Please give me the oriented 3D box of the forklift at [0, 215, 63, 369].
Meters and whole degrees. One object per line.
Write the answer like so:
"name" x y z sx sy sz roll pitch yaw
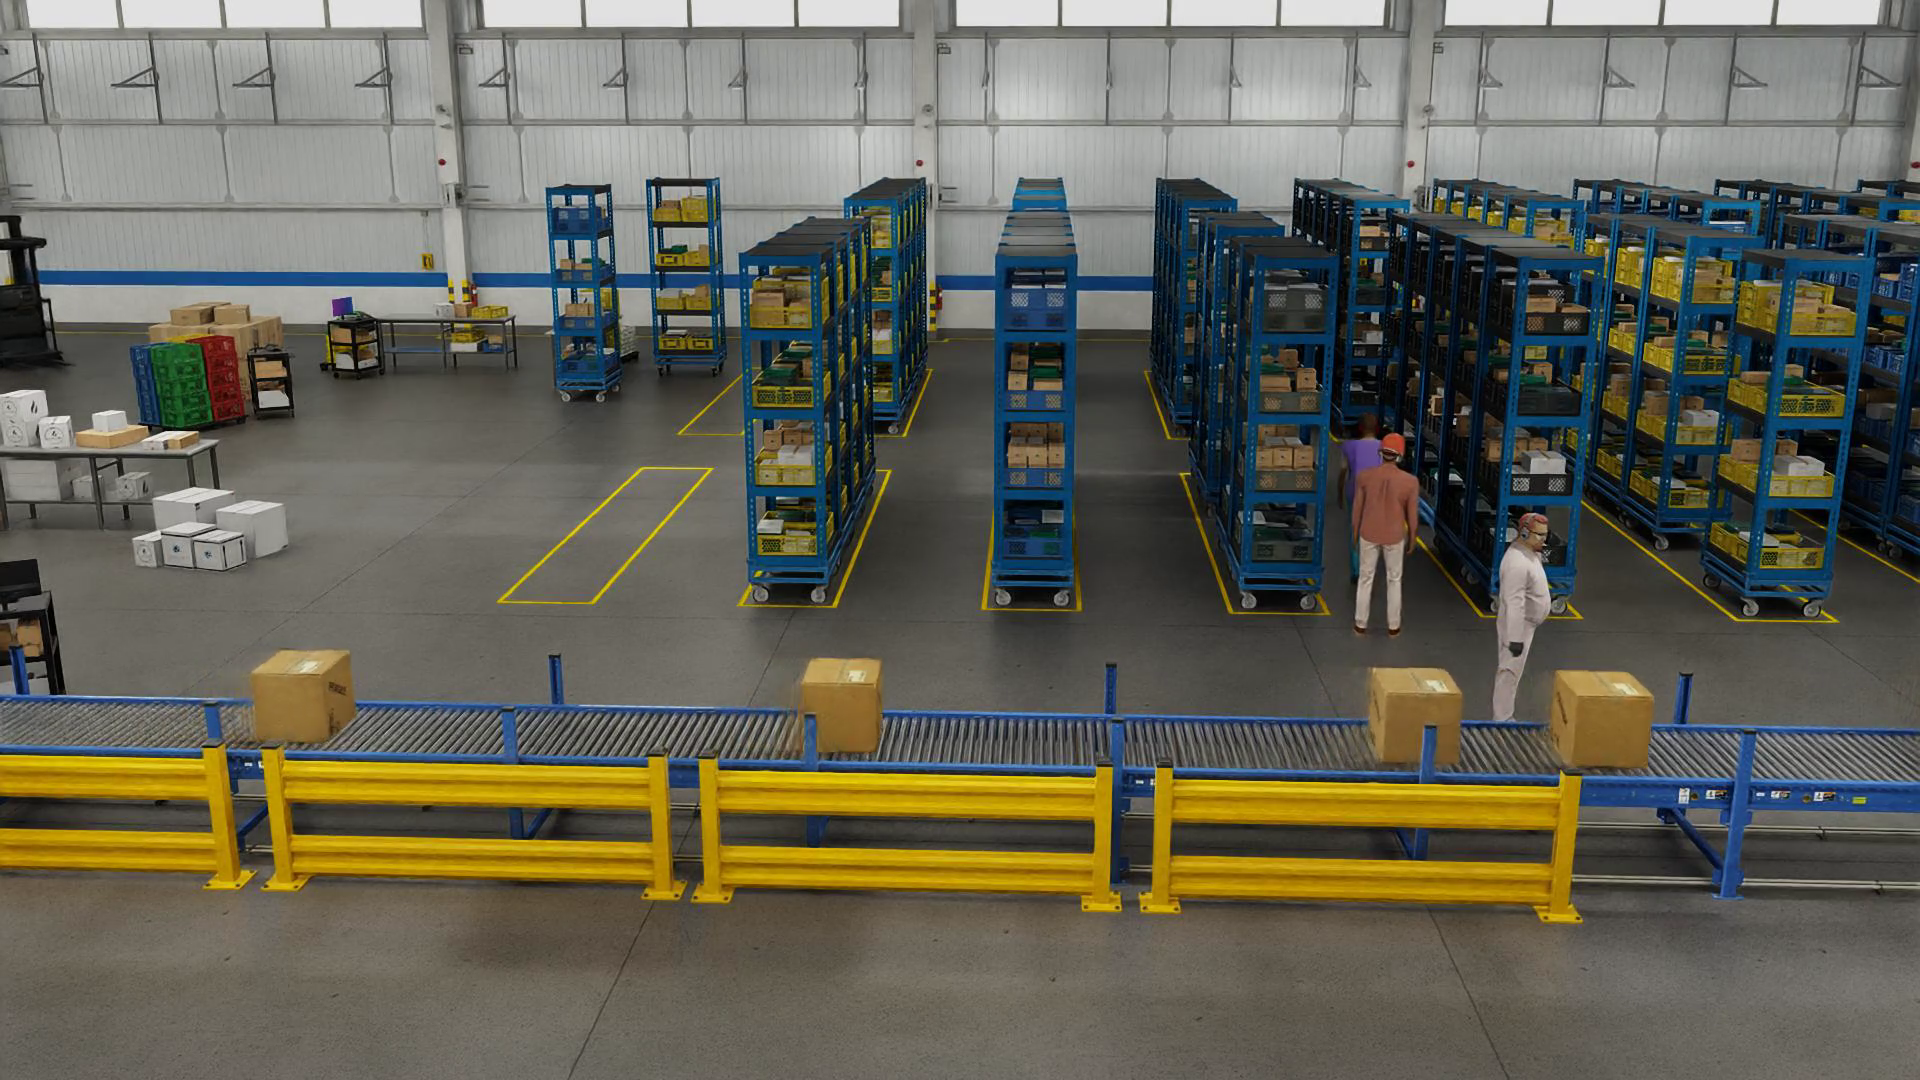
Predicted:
"forklift" -18.420 -4.815 31.958 1.873 2.768 1.129 12 19 38

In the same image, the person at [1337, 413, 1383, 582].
"person" 4.373 -0.480 17.926 0.600 1.791 0.991 3 15 11

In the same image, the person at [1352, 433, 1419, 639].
"person" 4.075 -0.045 15.968 0.622 1.978 0.443 5 16 17

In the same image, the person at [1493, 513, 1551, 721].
"person" 4.492 0.710 13.304 0.406 1.902 0.636 6 16 22
